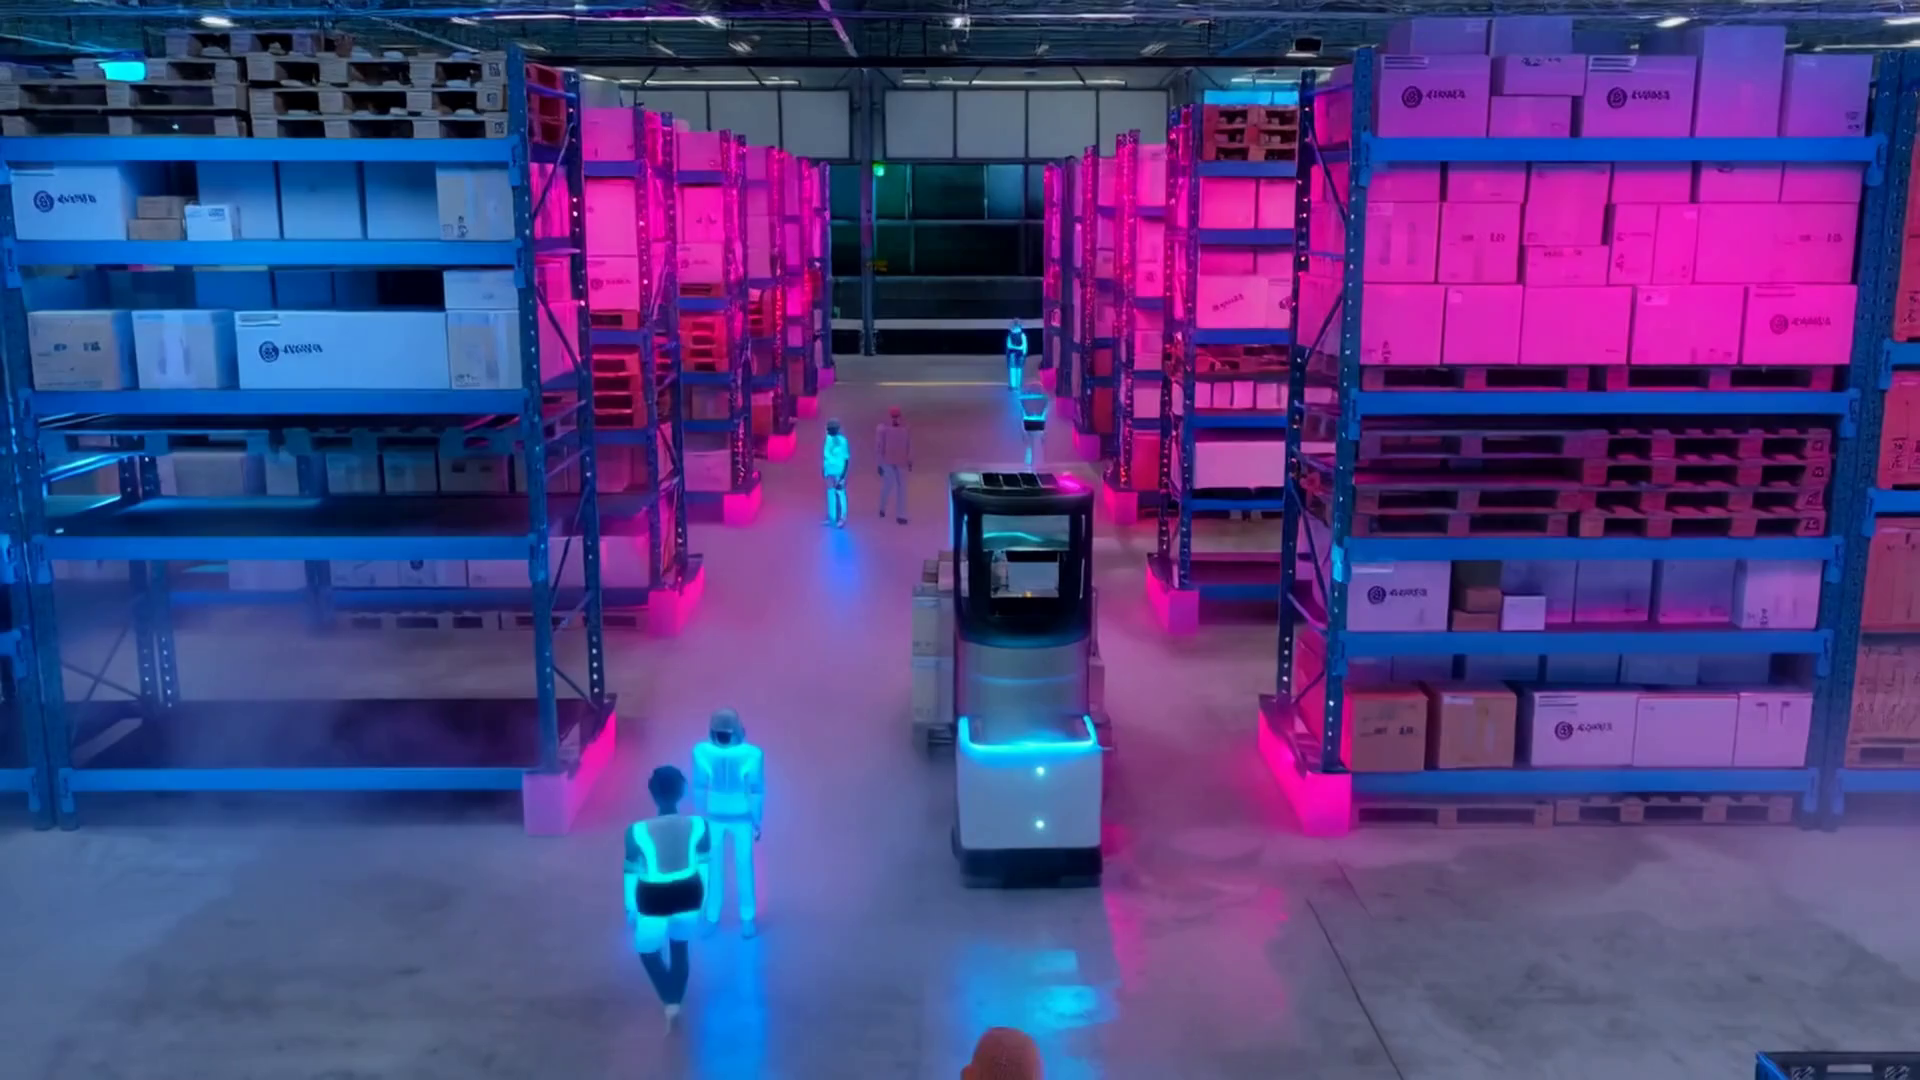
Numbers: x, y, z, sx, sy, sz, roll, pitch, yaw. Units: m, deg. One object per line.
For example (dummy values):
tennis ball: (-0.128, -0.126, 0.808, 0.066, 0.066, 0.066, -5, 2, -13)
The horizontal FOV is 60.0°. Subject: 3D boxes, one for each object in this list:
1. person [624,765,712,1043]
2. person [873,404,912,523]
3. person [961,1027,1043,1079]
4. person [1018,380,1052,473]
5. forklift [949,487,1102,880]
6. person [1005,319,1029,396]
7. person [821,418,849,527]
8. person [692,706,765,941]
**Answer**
person: (-1.716, 2.172, 9.916, 0.540, 1.676, 0.570, -6, 13, -28)
person: (-1.054, -1.215, 26.182, 0.648, 1.886, 0.543, -5, 13, -24)
person: (0.281, 2.756, 6.431, 0.573, 1.921, 0.566, -1, 11, -3)
person: (1.347, -1.959, 29.997, 0.615, 1.835, 0.435, 0, 11, 2)
forklift: (0.495, 0.986, 12.813, 1.129, 2.768, 1.873, 0, 11, -2)
person: (1.495, -4.820, 43.782, 0.618, 2.007, 0.995, 0, 11, 2)
person: (-1.944, -1.053, 25.865, 0.535, 1.697, 0.318, 10, 15, 40)
person: (-1.570, 1.919, 11.294, 0.498, 1.633, 0.282, 1, 11, 4)
